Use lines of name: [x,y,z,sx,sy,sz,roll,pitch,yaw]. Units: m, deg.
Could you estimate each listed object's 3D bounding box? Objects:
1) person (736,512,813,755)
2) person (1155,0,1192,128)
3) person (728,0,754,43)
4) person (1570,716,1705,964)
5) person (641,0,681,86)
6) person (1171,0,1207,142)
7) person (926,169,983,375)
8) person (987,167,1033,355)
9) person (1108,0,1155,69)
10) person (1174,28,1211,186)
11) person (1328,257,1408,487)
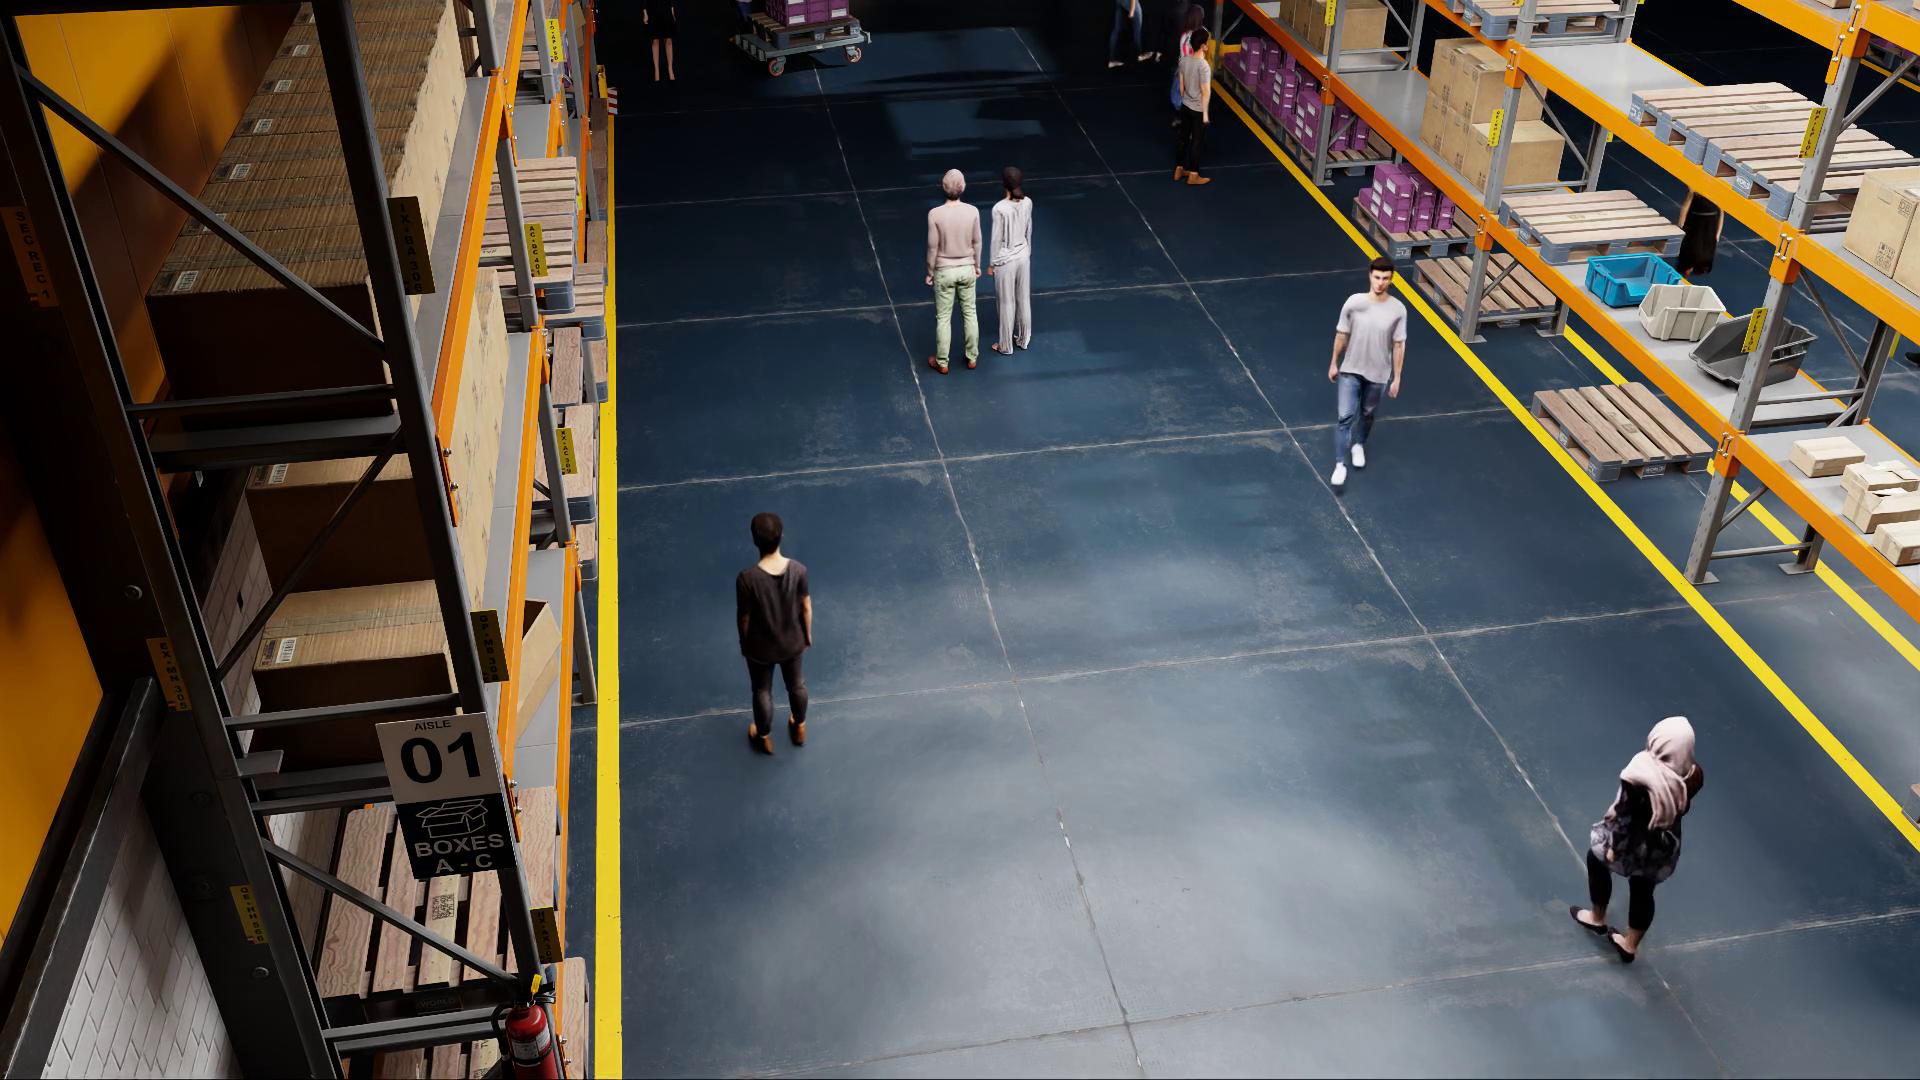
person: [-1.155,0.593,10.410,0.659,1.713,0.606,-12,35,-17]
person: [2.703,-5.780,19.903,0.766,1.761,0.672,-9,35,-13]
person: [-3.018,-7.667,22.812,0.837,1.741,0.694,-18,38,-25]
person: [3.701,1.654,8.895,0.662,1.622,0.710,-9,35,-13]
person: [-3.882,-6.779,21.470,0.608,1.746,0.568,-7,34,-11]
person: [2.791,-5.502,19.679,0.722,1.603,0.769,-23,40,-31]
person: [-0.048,-2.362,14.709,0.701,1.875,0.639,-10,35,-15]
person: [0.474,-2.521,15.041,0.652,1.773,0.638,-18,38,-25]
person: [2.137,-7.080,21.971,0.914,1.694,1.020,-21,39,-29]
person: [2.613,-4.848,18.587,0.734,1.723,0.597,-19,38,-26]
person: [3.245,-1.408,13.287,0.897,1.861,1.055,5,34,8]
